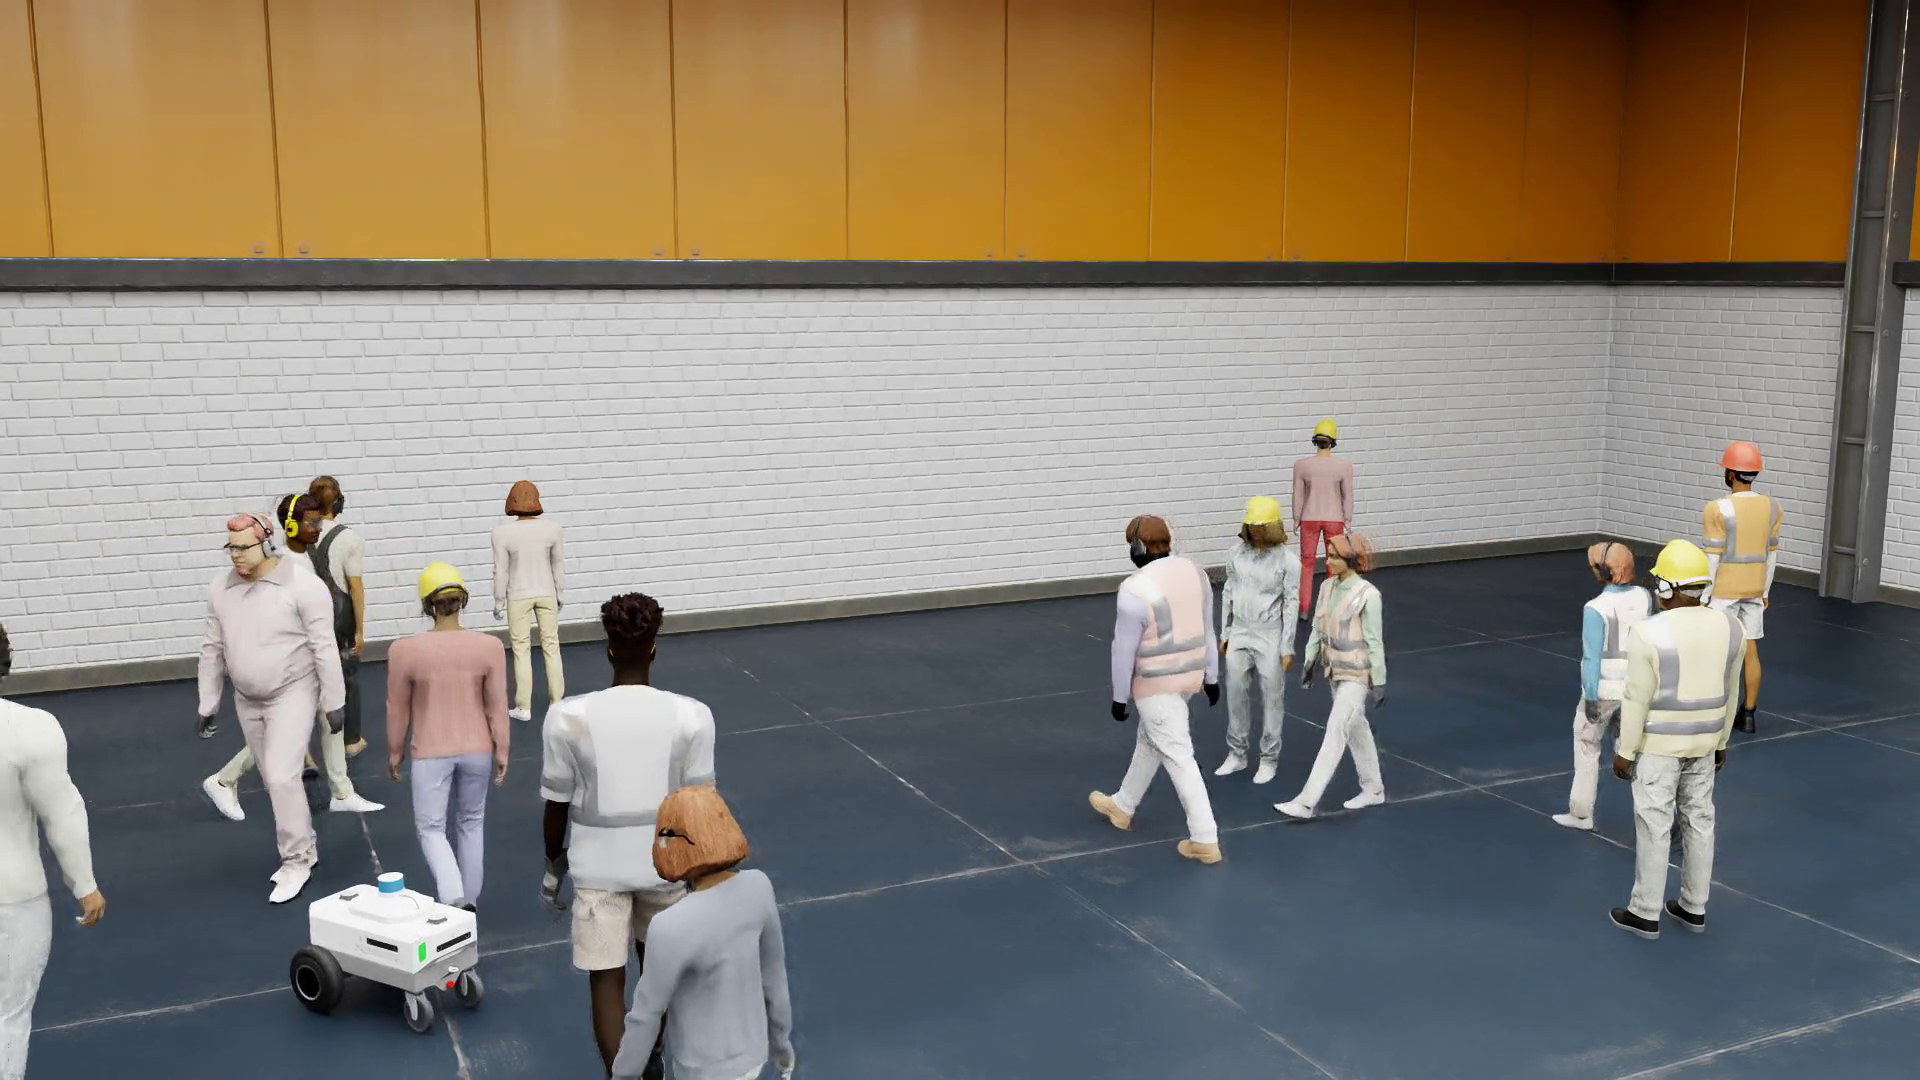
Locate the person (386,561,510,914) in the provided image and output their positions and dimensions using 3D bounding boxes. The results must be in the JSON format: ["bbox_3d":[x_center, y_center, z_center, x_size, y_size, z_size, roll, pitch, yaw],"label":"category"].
[{"bbox_3d":[-2.284,0.967,7.499,0.529,1.735,0.690,-4,10,-25],"label":"person"}]

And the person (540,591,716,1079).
[{"bbox_3d":[-1.144,1.144,5.808,0.607,1.934,0.925,-3,10,-18],"label":"person"}]

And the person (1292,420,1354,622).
[{"bbox_3d":[3.134,-0.157,14.395,0.525,1.769,0.316,3,10,17],"label":"person"}]

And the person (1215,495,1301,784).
[{"bbox_3d":[1.765,0.585,9.879,0.491,1.742,0.311,7,11,36],"label":"person"}]

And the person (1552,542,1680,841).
[{"bbox_3d":[3.517,0.813,8.827,0.512,1.613,0.660,-5,10,-27],"label":"person"}]

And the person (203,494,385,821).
[{"bbox_3d":[-3.729,0.656,9.188,0.871,1.842,0.505,-1,9,-5],"label":"person"}]

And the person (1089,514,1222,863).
[{"bbox_3d":[1.045,0.753,8.735,0.977,1.781,0.650,9,13,44],"label":"person"}]

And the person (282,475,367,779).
[{"bbox_3d":[-3.867,0.515,10.095,0.525,1.813,0.908,-1,9,-4],"label":"person"}]

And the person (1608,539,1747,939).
[{"bbox_3d":[3.247,0.905,7.586,0.587,1.836,0.404,-2,9,-15],"label":"person"}]

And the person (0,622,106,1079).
[{"bbox_3d":[-3.247,1.186,5.584,0.624,1.916,0.460,1,9,8],"label":"person"}]

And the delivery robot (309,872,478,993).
[{"bbox_3d":[-2.332,1.615,6.852,0.707,0.478,0.477,5,11,29],"label":"delivery robot"}]

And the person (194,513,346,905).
[{"bbox_3d":[-3.397,0.801,8.092,0.676,1.878,0.703,3,10,18],"label":"person"}]

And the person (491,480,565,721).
[{"bbox_3d":[-2.922,0.408,11.293,0.498,1.634,0.283,-6,11,-31],"label":"person"}]

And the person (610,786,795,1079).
[{"bbox_3d":[-0.784,1.483,4.730,0.796,1.597,0.523,4,10,25],"label":"person"}]

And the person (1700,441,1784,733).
[{"bbox_3d":[5.064,0.319,10.892,0.545,1.943,0.347,-2,9,-13],"label":"person"}]

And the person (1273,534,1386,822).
[{"bbox_3d":[2.080,0.760,9.219,0.793,1.595,0.532,-3,10,-18],"label":"person"}]
